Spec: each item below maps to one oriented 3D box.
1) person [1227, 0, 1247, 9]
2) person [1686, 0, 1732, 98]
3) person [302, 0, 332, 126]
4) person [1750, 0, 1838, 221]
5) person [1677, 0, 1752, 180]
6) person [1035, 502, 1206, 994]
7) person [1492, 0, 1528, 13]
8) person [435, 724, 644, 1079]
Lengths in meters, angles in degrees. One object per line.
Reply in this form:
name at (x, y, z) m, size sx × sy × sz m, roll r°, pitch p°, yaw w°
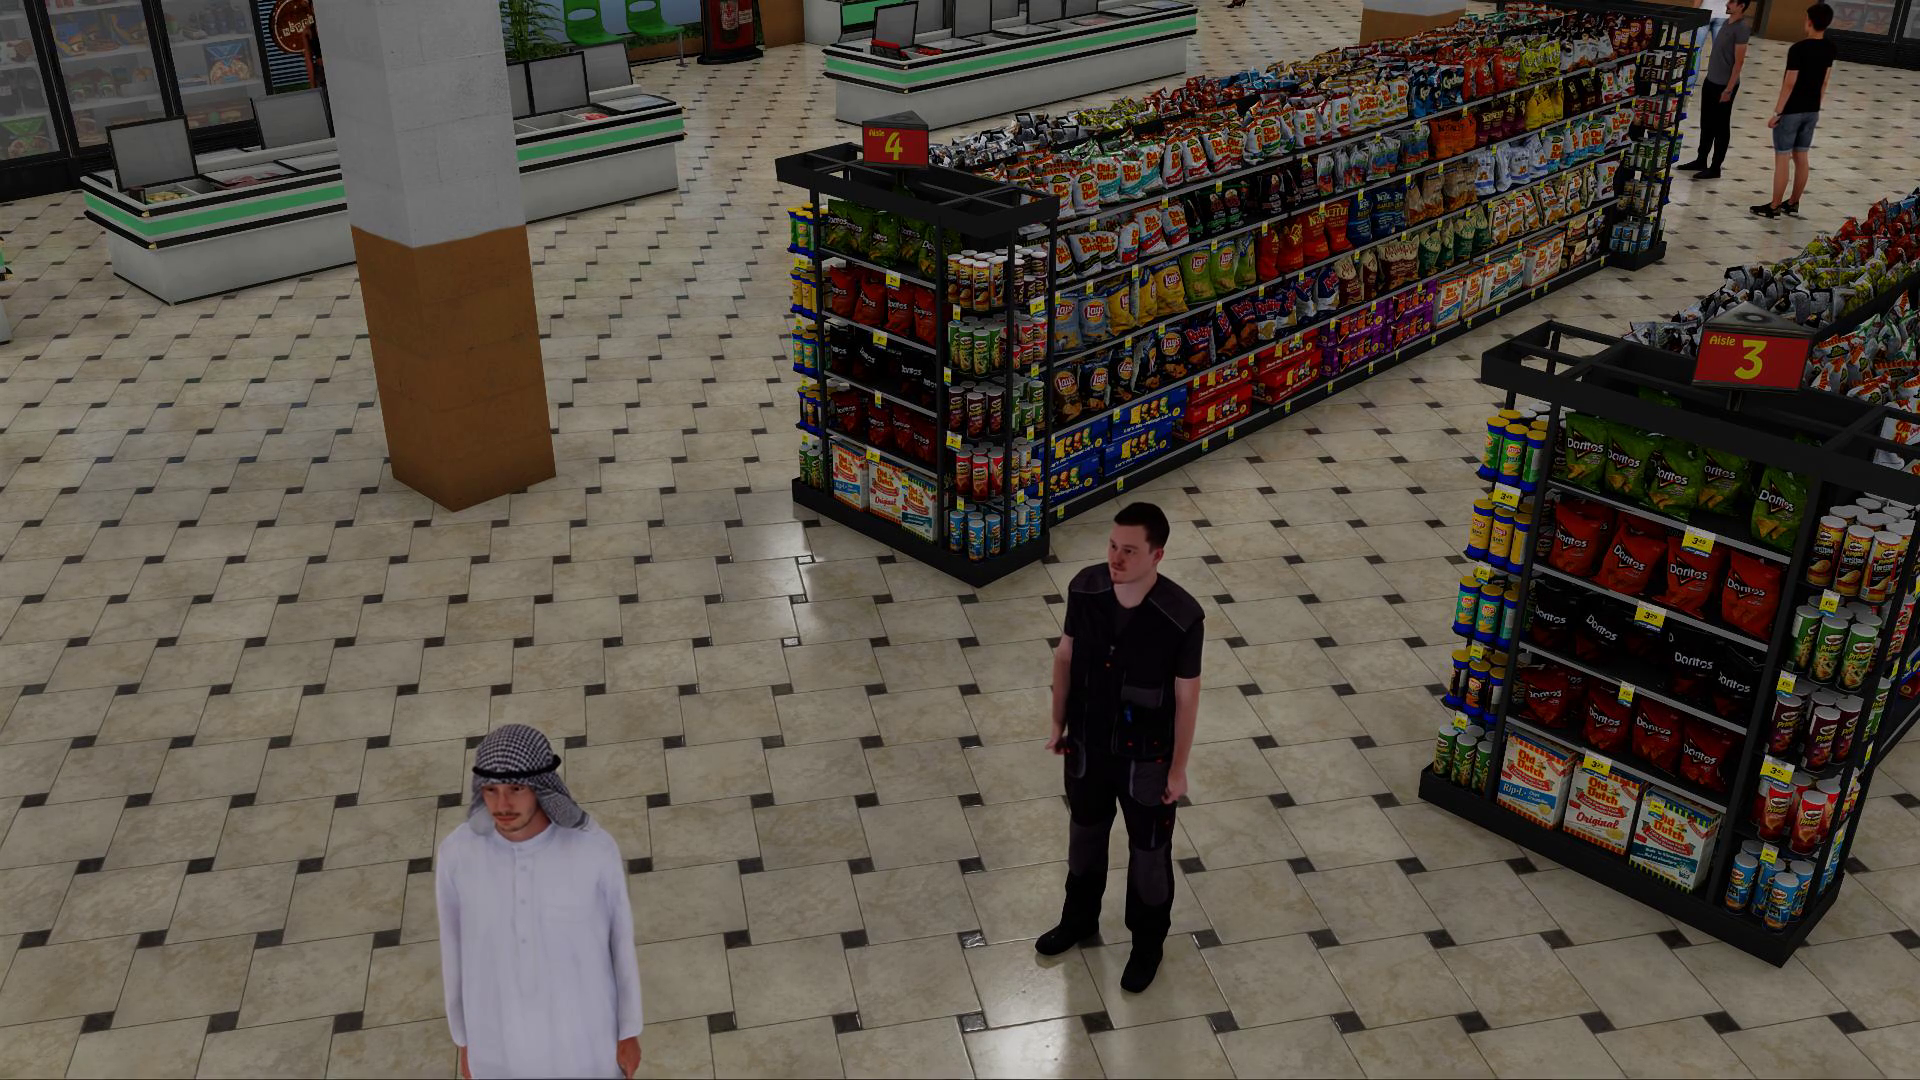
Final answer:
person at (4.160, -8.840, 24.708) m, size 0.679 × 1.781 × 0.514 m, roll 19°, pitch 32°, yaw 32°
person at (8.661, -6.053, 19.119) m, size 0.758 × 1.866 × 0.781 m, roll 4°, pitch 27°, yaw 7°
person at (-6.068, -4.423, 16.089) m, size 0.563 × 1.699 × 0.703 m, roll -12°, pitch 29°, yaw -22°
person at (7.384, -3.768, 14.634) m, size 0.658 × 1.846 × 0.795 m, roll -9°, pitch 28°, yaw -18°
person at (7.310, -4.382, 15.945) m, size 0.746 × 1.755 × 0.699 m, roll -2°, pitch 27°, yaw -4°
person at (0.570, 0.712, 5.801) m, size 0.747 × 1.846 × 0.654 m, roll 17°, pitch 32°, yaw 30°
person at (6.942, -6.909, 20.865) m, size 0.742 × 1.813 × 0.813 m, roll -1°, pitch 27°, yaw -2°
person at (-1.114, 1.327, 4.499) m, size 0.782 × 1.927 × 0.858 m, roll -3°, pitch 27°, yaw -6°
